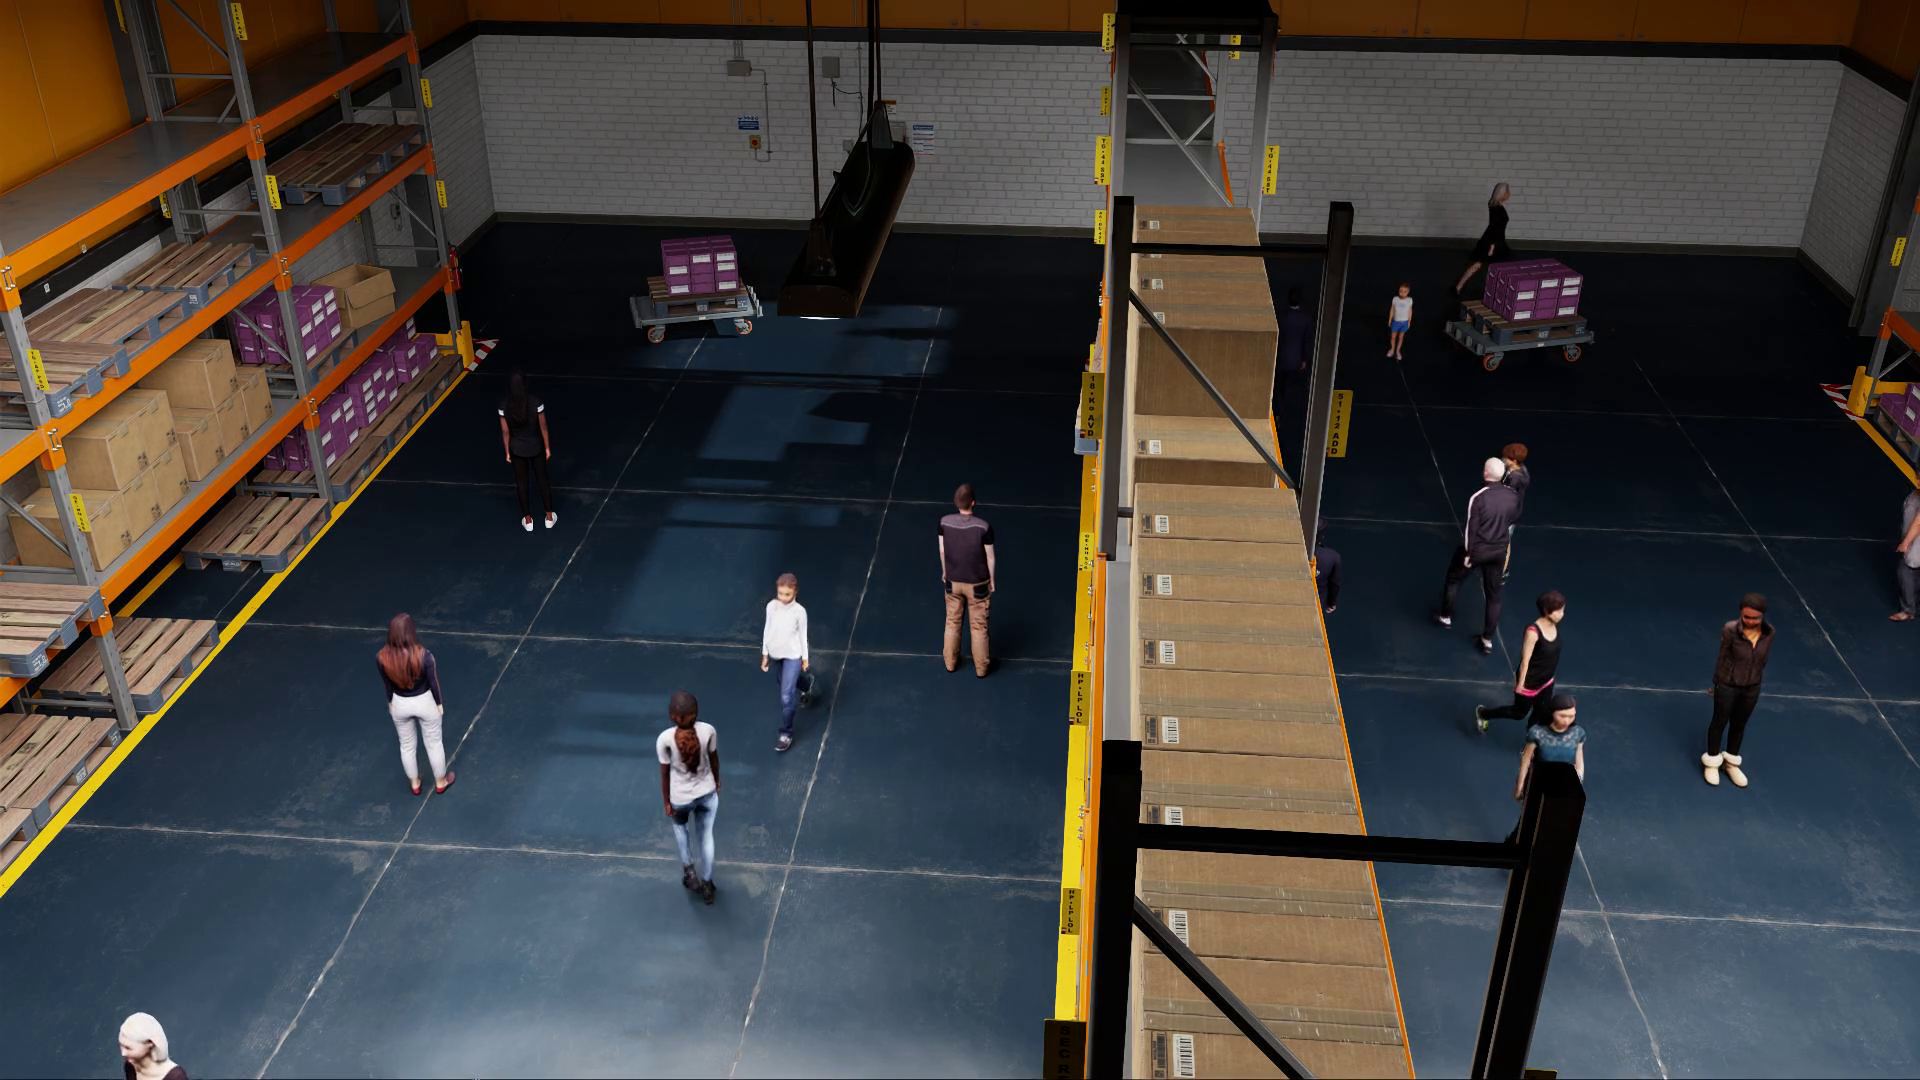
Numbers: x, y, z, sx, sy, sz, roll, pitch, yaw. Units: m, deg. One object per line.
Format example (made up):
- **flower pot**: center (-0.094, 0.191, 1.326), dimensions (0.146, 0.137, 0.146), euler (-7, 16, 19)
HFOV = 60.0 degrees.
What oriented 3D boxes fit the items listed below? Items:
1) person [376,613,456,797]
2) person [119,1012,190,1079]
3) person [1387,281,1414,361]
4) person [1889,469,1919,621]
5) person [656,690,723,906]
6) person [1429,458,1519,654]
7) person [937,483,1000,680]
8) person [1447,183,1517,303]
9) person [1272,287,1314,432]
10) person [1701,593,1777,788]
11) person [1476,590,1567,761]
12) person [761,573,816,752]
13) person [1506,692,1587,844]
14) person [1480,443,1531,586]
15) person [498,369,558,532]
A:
- **person**: center (-4.227, 1.275, 12.916), dimensions (0.620, 1.609, 0.563), euler (-2, 29, -3)
- **person**: center (-4.215, 3.249, 9.077), dimensions (0.698, 1.818, 0.731), euler (12, 31, 21)
- **person**: center (5.556, -2.785, 20.975), dimensions (0.444, 1.017, 0.483), euler (7, 29, 13)
- **person**: center (8.929, -0.040, 15.362), dimensions (0.851, 1.574, 0.913), euler (-14, 31, -23)
- **person**: center (-1.865, 1.861, 11.739), dimensions (0.712, 1.706, 0.747), euler (-8, 30, -15)
- **person**: center (4.689, 0.178, 14.721), dimensions (0.863, 1.807, 1.057), euler (-6, 29, -11)
- **person**: center (0.058, 0.340, 14.388), dimensions (0.746, 1.841, 0.696), euler (11, 30, 19)
- **person**: center (7.085, -3.958, 22.412), dimensions (0.631, 1.702, 1.065), euler (2, 29, 4)
- **person**: center (3.699, -1.993, 18.804), dimensions (0.658, 1.707, 0.764), euler (0, 29, 0)
- **person**: center (6.129, 1.134, 13.118), dimensions (0.649, 1.663, 0.588), euler (2, 29, 4)
- **person**: center (4.557, 1.064, 13.381), dimensions (0.888, 1.533, 0.928), euler (-24, 36, -36)
- **person**: center (-1.384, 0.909, 13.668), dimensions (0.734, 1.532, 1.089), euler (12, 31, 20)
- **person**: center (4.166, 1.779, 11.914), dimensions (0.660, 1.683, 1.135), euler (-1, 29, -2)
- **person**: center (5.240, -0.268, 15.911), dimensions (0.661, 1.449, 0.544), euler (13, 31, 22)
- **person**: center (-4.371, -0.918, 16.798), dimensions (0.683, 1.742, 0.673), euler (-7, 29, -12)
